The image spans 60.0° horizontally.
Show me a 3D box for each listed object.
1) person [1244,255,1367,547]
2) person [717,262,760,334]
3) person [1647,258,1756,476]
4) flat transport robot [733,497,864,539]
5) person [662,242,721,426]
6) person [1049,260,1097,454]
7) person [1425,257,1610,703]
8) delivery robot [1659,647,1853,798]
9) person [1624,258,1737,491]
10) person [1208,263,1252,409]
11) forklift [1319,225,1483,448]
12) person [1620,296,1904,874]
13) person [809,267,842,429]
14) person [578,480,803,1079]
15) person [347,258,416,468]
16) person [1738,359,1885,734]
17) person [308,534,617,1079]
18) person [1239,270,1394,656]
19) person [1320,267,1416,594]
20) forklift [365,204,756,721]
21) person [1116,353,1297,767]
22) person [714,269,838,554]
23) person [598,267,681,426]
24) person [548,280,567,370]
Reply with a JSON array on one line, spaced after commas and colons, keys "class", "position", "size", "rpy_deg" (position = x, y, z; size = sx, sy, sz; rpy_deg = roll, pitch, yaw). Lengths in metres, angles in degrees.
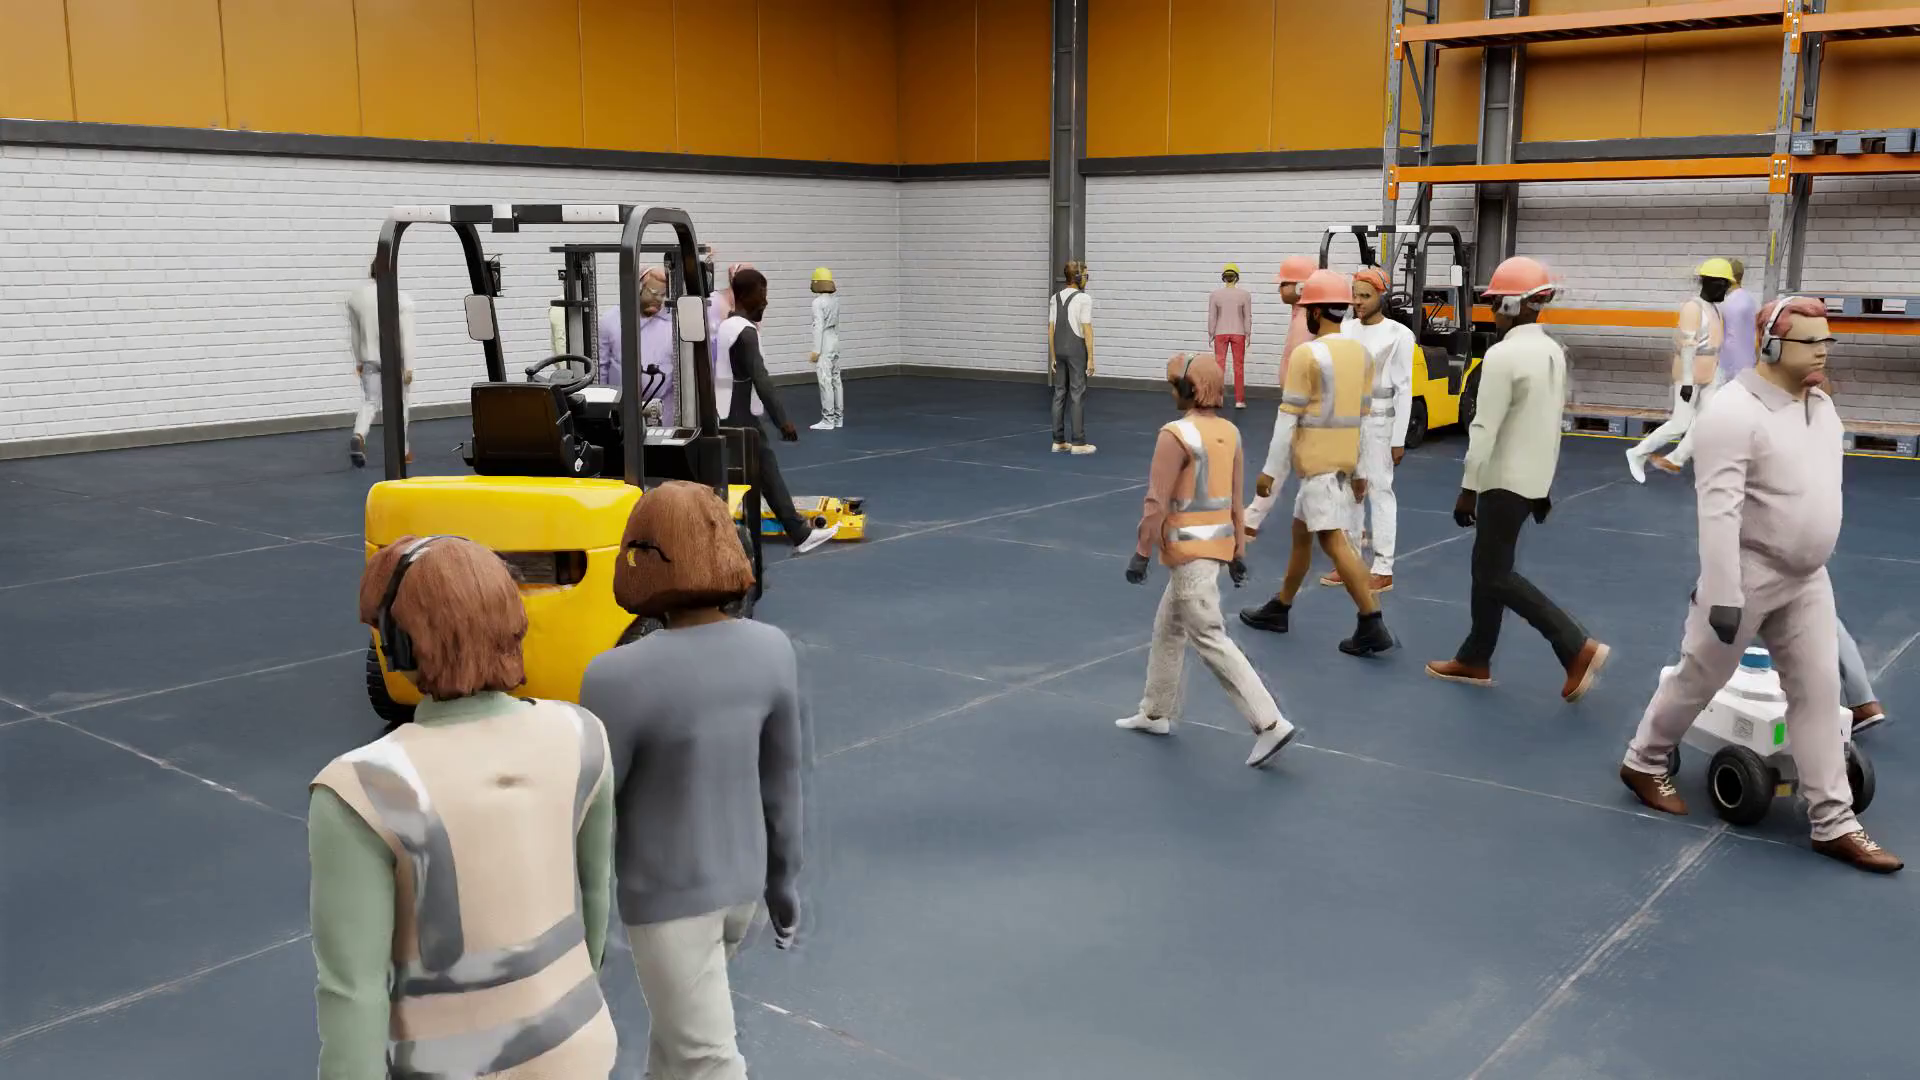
[{"class": "person", "position": [2.245, -0.904, 11.009], "size": [1.045, 1.934, 0.638], "rpy_deg": [2, 10, 10]}, {"class": "person", "position": [-1.897, -1.307, 13.437], "size": [0.657, 1.869, 0.669], "rpy_deg": [4, 11, 22]}, {"class": "person", "position": [6.518, -1.455, 14.208], "size": [1.037, 1.881, 0.653], "rpy_deg": [7, 12, 33]}, {"class": "flat transport robot", "position": [-1.388, -0.159, 11.482], "size": [1.431, 0.197, 0.652], "rpy_deg": [0, 10, -2]}, {"class": "person", "position": [-2.193, -1.291, 12.936], "size": [0.902, 2.002, 0.641], "rpy_deg": [-7, 13, -35]}, {"class": "person", "position": [1.072, -1.741, 15.894], "size": [0.509, 1.842, 0.329], "rpy_deg": [10, 14, 44]}, {"class": "person", "position": [2.490, -0.258, 7.341], "size": [0.817, 1.967, 0.622], "rpy_deg": [8, 13, 38]}, {"class": "delivery robot", "position": [2.870, 0.634, 6.043], "size": [0.477, 0.478, 0.707], "rpy_deg": [-2, 11, -13]}, {"class": "person", "position": [5.914, -1.340, 13.530], "size": [0.612, 1.894, 0.829], "rpy_deg": [-9, 14, -42]}, {"class": "person", "position": [3.259, -2.458, 20.102], "size": [0.523, 1.761, 0.323], "rpy_deg": [2, 10, 11]}, {"class": "forklift", "position": [4.449, -2.115, 16.993], "size": [1.214, 2.155, 2.313], "rpy_deg": [8, 13, 38]}, {"class": "person", "position": [2.695, 0.111, 5.614], "size": [0.662, 1.861, 1.007], "rpy_deg": [-5, 11, -26]}, {"class": "person", "position": [-1.475, -2.070, 17.989], "size": [0.310, 1.742, 0.508], "rpy_deg": [5, 11, 24]}, {"class": "person", "position": [-0.498, 0.683, 3.157], "size": [0.841, 1.593, 0.511], "rpy_deg": [7, 12, 34]}, {"class": "person", "position": [-5.155, -1.578, 14.803], "size": [0.642, 1.920, 0.793], "rpy_deg": [1, 10, 8]}, {"class": "person", "position": [3.471, 0.002, 6.926], "size": [0.505, 1.587, 0.874], "rpy_deg": [-6, 12, -29]}, {"class": "person", "position": [-0.738, 0.792, 2.467], "size": [0.544, 1.617, 0.548], "rpy_deg": [8, 13, 36]}, {"class": "person", "position": [1.822, -0.391, 8.299], "size": [0.563, 1.895, 0.989], "rpy_deg": [-10, 14, -43]}, {"class": "person", "position": [2.364, -0.629, 9.650], "size": [0.350, 1.877, 0.578], "rpy_deg": [-6, 12, -32]}, {"class": "forklift", "position": [-1.766, -0.406, 7.525], "size": [1.214, 2.155, 2.313], "rpy_deg": [1, 10, 7]}, {"class": "person", "position": [0.991, 0.065, 6.566], "size": [0.843, 1.600, 0.515], "rpy_deg": [7, 12, 35]}, {"class": "person", "position": [-1.308, -0.770, 10.515], "size": [1.019, 1.852, 0.591], "rpy_deg": [-2, 10, -11]}, {"class": "person", "position": [-2.072, -0.845, 10.888], "size": [0.668, 1.861, 0.818], "rpy_deg": [-2, 10, -10]}, {"class": "person", "position": [-3.534, -1.619, 15.284], "size": [0.403, 1.825, 0.597], "rpy_deg": [3, 11, 14]}]
